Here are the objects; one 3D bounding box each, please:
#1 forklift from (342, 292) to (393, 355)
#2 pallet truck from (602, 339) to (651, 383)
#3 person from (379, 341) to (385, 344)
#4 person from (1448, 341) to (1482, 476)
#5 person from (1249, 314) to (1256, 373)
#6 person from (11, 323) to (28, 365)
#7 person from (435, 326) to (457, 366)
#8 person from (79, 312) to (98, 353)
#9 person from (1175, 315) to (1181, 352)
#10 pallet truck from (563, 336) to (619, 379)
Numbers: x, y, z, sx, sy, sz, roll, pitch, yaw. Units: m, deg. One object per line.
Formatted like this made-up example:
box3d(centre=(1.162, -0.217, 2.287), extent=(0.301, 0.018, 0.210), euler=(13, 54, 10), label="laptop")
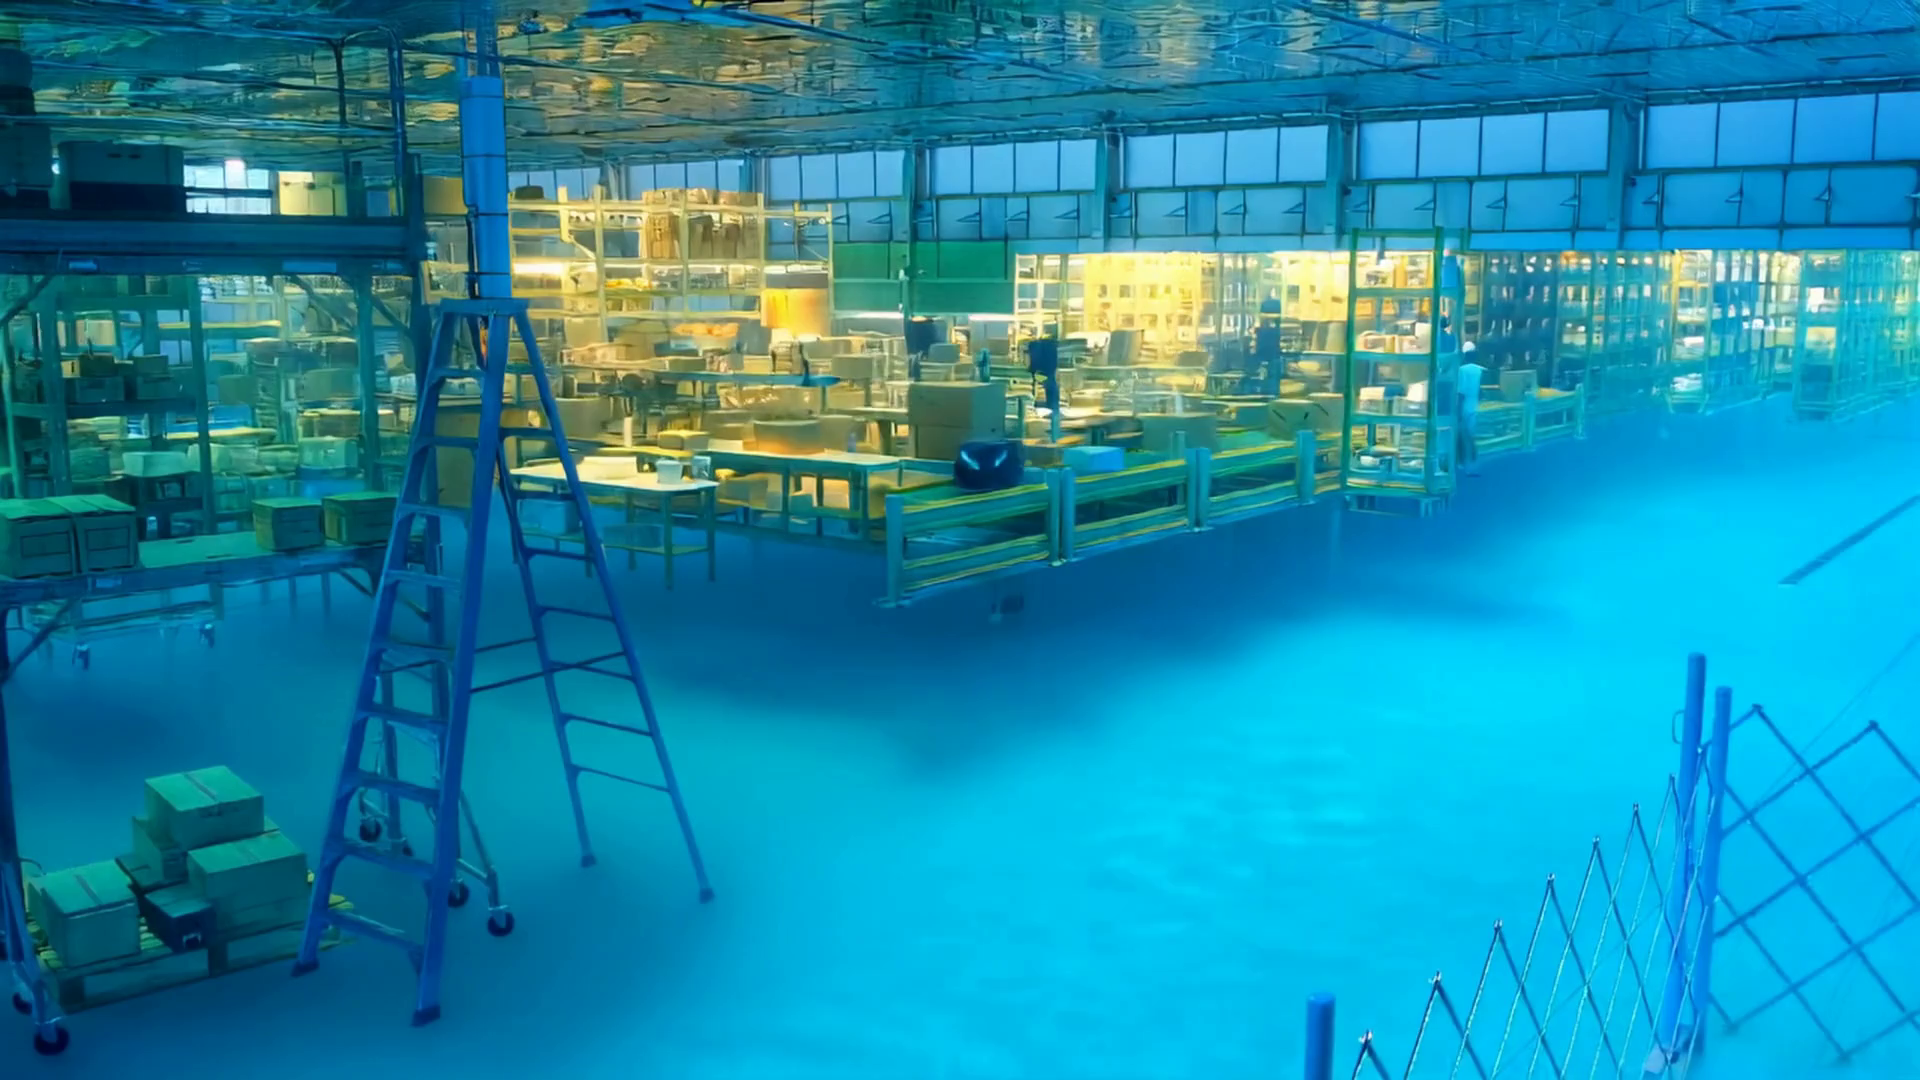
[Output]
box3d(centre=(-16.485, -5.622, 45.120), extent=(1.129, 2.768, 1.873), euler=(7, 11, 37), label="forklift")
box3d(centre=(-8.991, -4.871, 45.351), extent=(0.653, 1.274, 1.630), euler=(7, 11, 37), label="pallet truck")
box3d(centre=(-17.576, -5.903, 49.893), extent=(0.559, 1.910, 0.724), euler=(7, 11, 36), label="person")
box3d(centre=(7.560, -1.952, 24.863), extent=(0.533, 2.030, 0.620), euler=(8, 12, 42), label="person")
box3d(centre=(8.967, -5.918, 50.226), extent=(0.403, 1.833, 0.586), euler=(-6, 11, -33), label="person")
box3d(centre=(-27.751, -5.576, 48.860), extent=(0.831, 1.586, 0.505), euler=(-2, 9, -11), label="person")
box3d(centre=(-15.252, -5.708, 49.164), extent=(0.619, 1.758, 0.971), euler=(6, 11, 35), label="person")
box3d(centre=(-26.040, -5.926, 49.799), extent=(0.625, 2.001, 1.043), euler=(8, 12, 40), label="person")
box3d(centre=(6.765, -6.063, 50.907), extent=(0.680, 1.906, 0.678), euler=(-3, 10, -20), label="person")
box3d(centre=(-10.690, -5.294, 48.215), extent=(1.601, 1.201, 0.680), euler=(-5, 10, -26), label="pallet truck")
